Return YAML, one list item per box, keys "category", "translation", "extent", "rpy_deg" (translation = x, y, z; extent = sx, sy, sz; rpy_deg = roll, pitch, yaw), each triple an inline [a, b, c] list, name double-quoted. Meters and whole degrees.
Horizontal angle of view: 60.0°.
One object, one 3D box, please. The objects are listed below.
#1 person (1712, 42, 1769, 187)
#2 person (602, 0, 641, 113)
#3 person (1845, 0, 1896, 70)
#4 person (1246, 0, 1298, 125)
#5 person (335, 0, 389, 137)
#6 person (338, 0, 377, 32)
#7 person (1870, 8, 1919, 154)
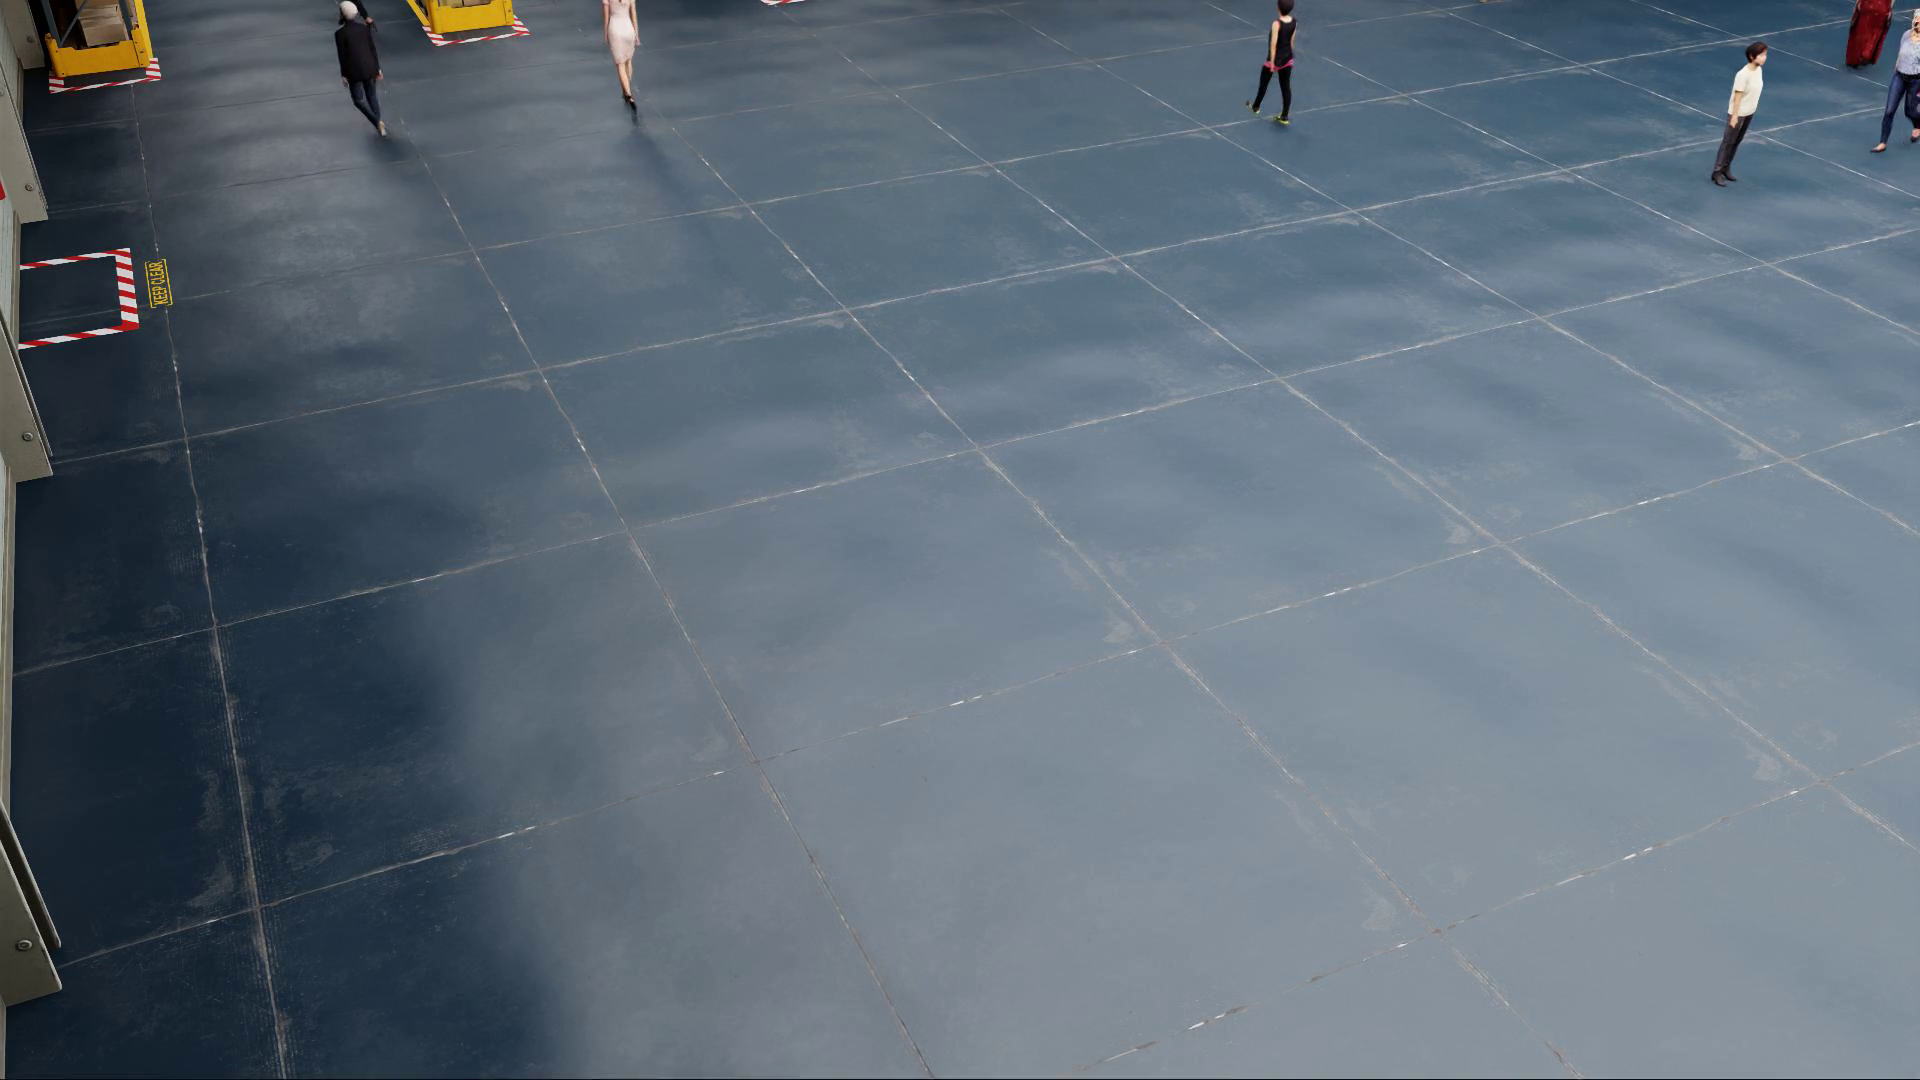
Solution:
- category: "person"
  translation: [8.749, -4.782, 18.633]
  extent: [0.642, 1.588, 0.567]
  rpy_deg: [-25, 41, -33]
- category: "person"
  translation: [-4.181, -6.184, 20.600]
  extent: [0.653, 1.793, 1.087]
  rpy_deg: [-11, 35, -17]
- category: "person"
  translation: [12.146, -7.082, 22.118]
  extent: [0.789, 1.643, 0.861]
  rpy_deg: [15, 36, 22]
- category: "person"
  translation: [3.954, -5.835, 20.317]
  extent: [0.578, 1.517, 0.955]
  rpy_deg: [-16, 36, -23]
- category: "person"
  translation: [-7.218, -5.668, 20.257]
  extent: [0.903, 1.768, 1.006]
  rpy_deg: [-26, 41, -34]
- category: "person"
  translation: [-8.639, -8.001, 23.474]
  extent: [1.186, 1.706, 0.969]
  rpy_deg: [21, 39, 29]
- category: "person"
  translation: [11.151, -5.375, 19.444]
  extent: [0.753, 1.697, 0.969]
  rpy_deg: [-21, 39, -29]
